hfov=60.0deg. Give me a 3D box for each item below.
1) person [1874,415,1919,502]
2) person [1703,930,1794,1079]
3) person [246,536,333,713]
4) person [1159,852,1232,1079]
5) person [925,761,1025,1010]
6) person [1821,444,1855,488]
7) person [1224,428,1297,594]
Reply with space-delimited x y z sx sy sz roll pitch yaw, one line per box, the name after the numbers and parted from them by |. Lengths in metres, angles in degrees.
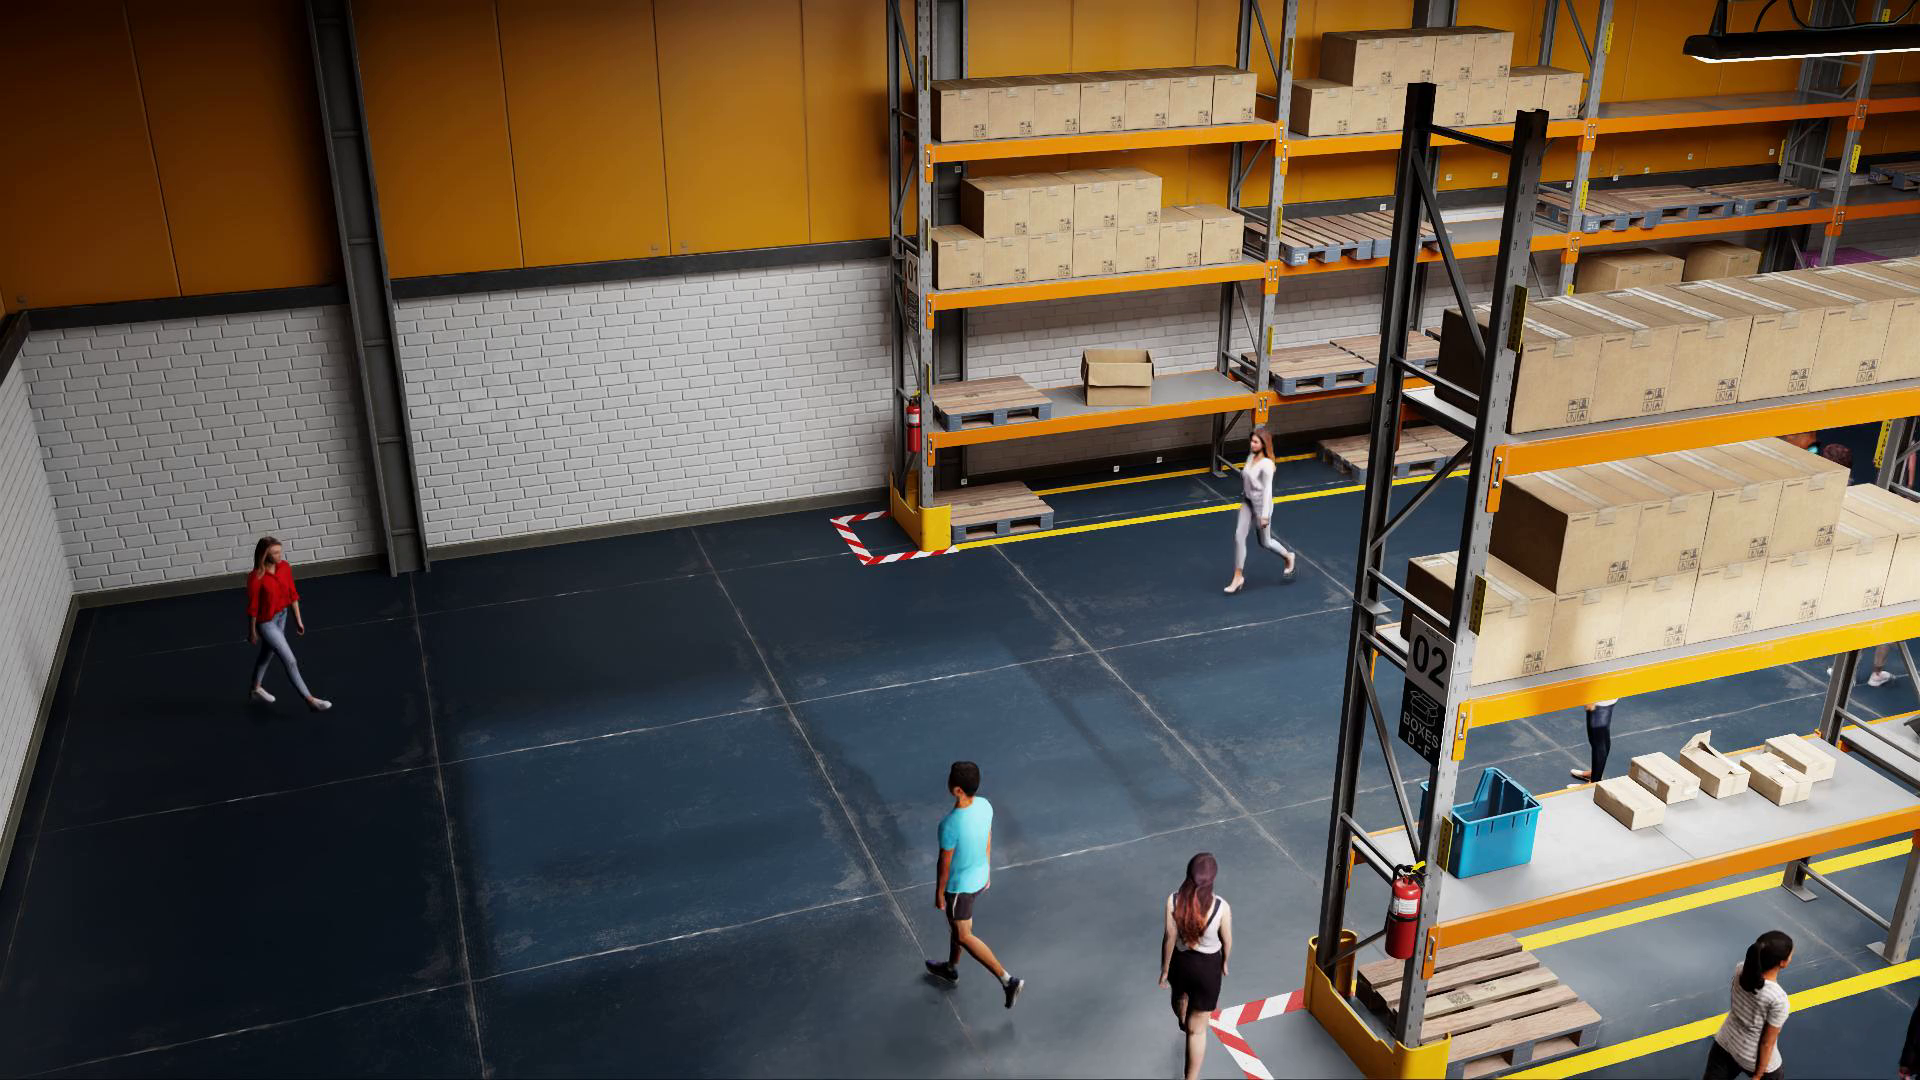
9.526 -0.487 17.102 0.797 1.762 0.639 -10 26 -22 | person
4.378 2.946 9.454 1.134 1.599 0.600 -7 25 -16 | person
-6.028 0.736 14.448 1.174 1.648 1.045 8 25 17 | person
1.413 2.687 10.049 1.108 1.597 1.013 4 24 10 | person
0.114 2.264 10.827 1.046 1.748 1.104 18 29 35 | person
8.485 -0.132 16.369 0.616 1.699 0.750 2 24 4 | person
3.061 -0.291 16.688 1.078 1.736 0.623 -11 26 -23 | person
